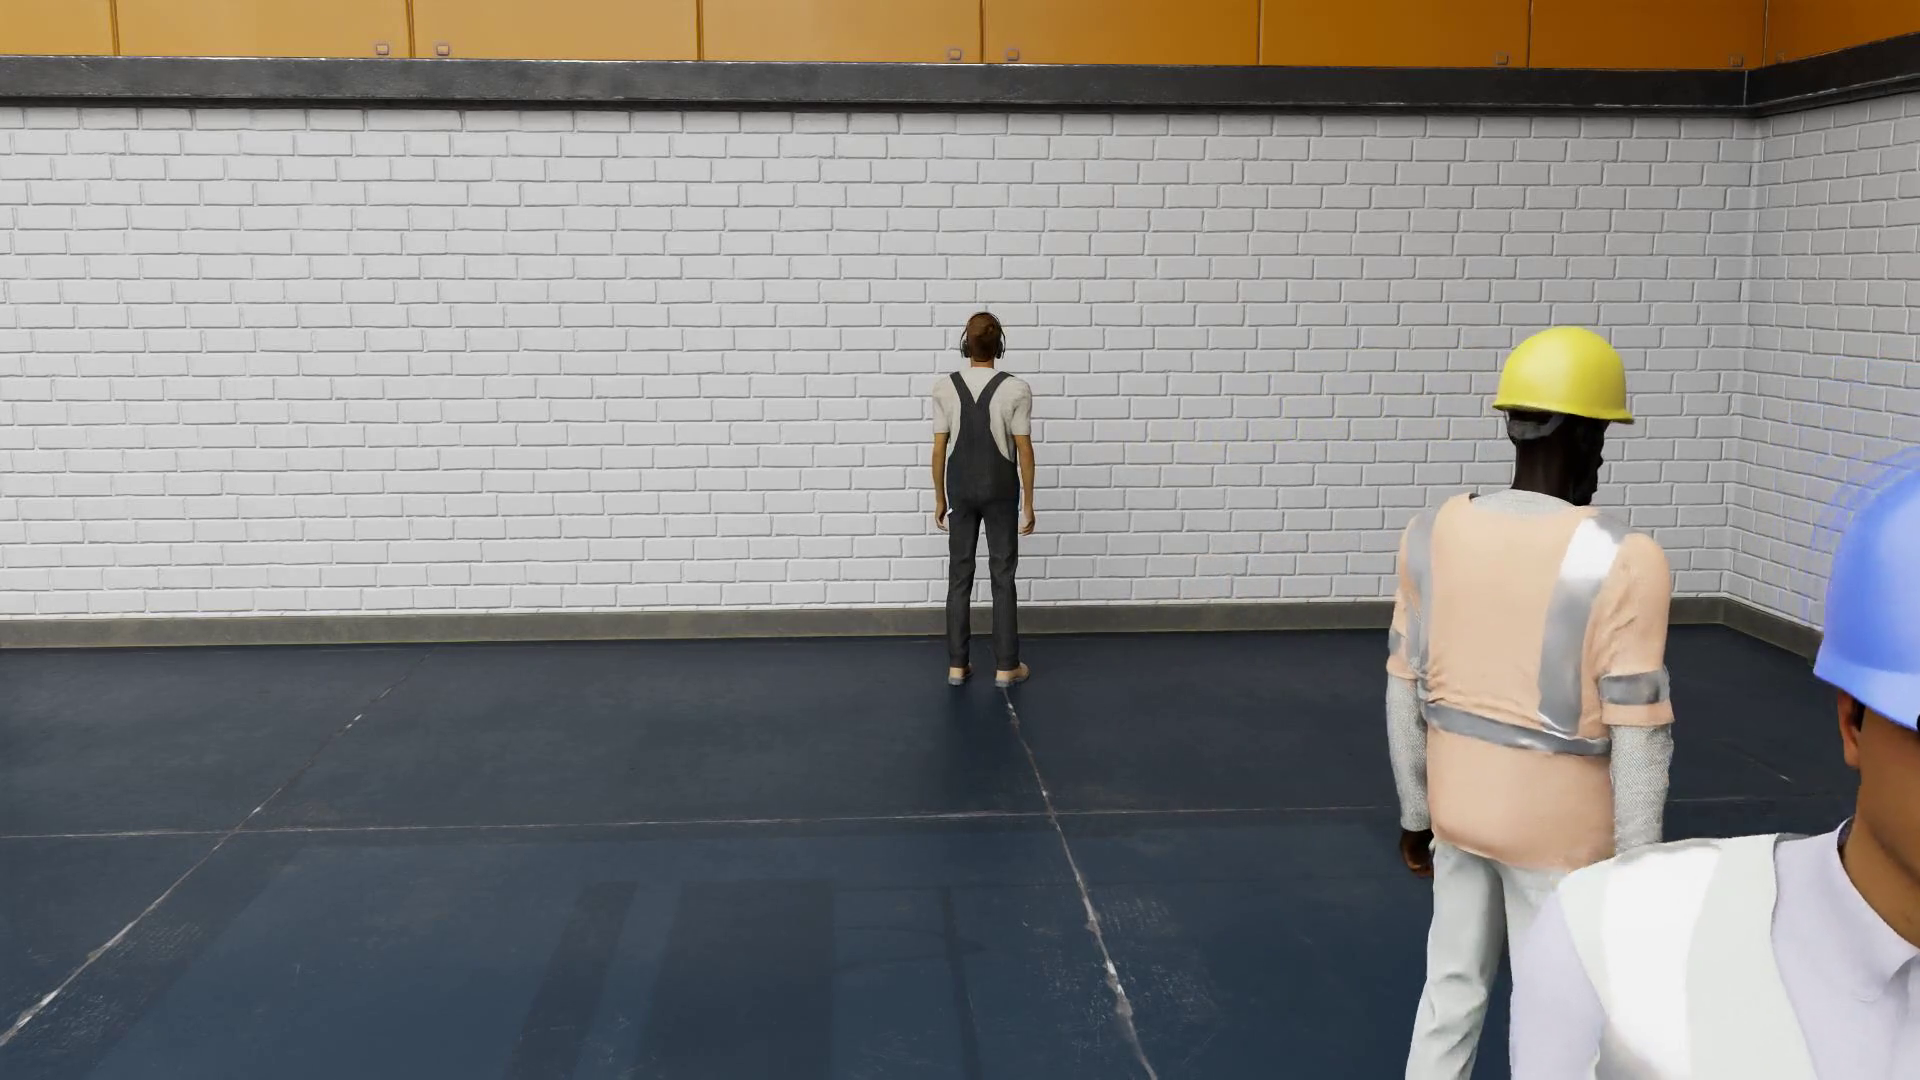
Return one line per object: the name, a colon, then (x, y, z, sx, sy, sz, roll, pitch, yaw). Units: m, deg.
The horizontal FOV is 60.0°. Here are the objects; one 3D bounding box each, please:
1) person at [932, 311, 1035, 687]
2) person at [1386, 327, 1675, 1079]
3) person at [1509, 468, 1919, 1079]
person: (0.119, -0.195, 8.189, 0.513, 1.846, 0.334, 2, 9, 14)
person: (1.117, 0.550, 3.267, 0.387, 1.922, 0.594, -7, 11, -36)
person: (0.739, 0.864, 1.393, 0.596, 1.909, 1.004, 5, 10, 29)
